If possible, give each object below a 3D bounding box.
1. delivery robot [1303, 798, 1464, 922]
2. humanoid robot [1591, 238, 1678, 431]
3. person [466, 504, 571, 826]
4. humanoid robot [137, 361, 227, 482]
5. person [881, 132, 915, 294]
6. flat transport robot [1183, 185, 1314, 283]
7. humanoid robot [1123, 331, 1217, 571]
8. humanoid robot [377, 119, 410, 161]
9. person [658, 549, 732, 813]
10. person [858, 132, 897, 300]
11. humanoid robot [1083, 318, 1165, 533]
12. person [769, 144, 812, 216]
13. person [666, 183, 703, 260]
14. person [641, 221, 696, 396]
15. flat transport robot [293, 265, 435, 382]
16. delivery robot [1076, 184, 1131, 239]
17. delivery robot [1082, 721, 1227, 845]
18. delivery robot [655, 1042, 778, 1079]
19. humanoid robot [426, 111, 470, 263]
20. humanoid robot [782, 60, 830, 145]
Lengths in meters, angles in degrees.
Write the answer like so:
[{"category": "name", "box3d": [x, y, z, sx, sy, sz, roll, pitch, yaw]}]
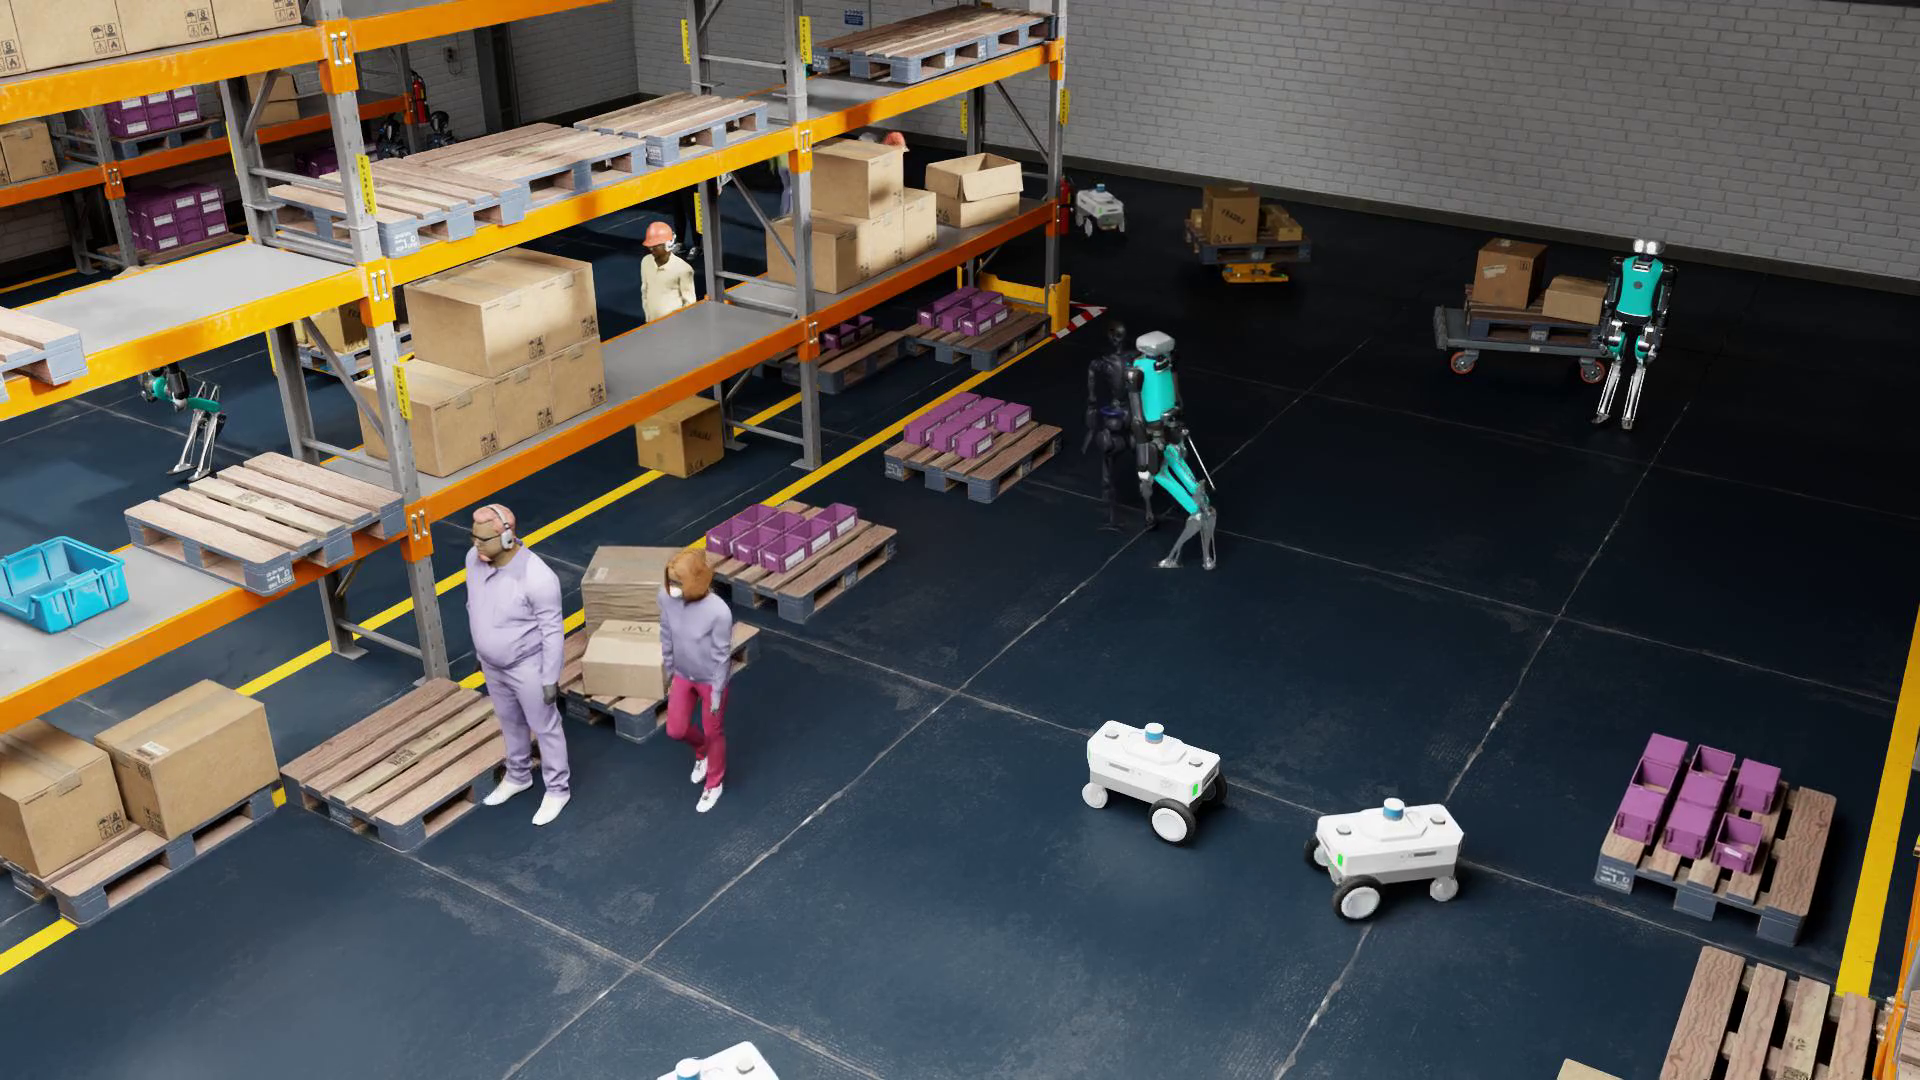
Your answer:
[{"category": "delivery robot", "box3d": [2.206, 1.630, 8.685, 0.793, 0.608, 0.499, -5, 27, -9]}, {"category": "humanoid robot", "box3d": [5.653, -1.765, 13.906, 0.533, 1.677, 0.735, 16, 31, 28]}, {"category": "person", "box3d": [-2.429, 0.675, 9.060, 0.641, 1.909, 0.402, 17, 31, 29]}, {"category": "humanoid robot", "box3d": [-6.080, -1.295, 12.985, 0.533, 1.673, 0.735, 16, 31, 28]}, {"category": "person", "box3d": [-0.836, -3.370, 17.264, 0.641, 1.703, 0.573, -12, 29, -22]}, {"category": "flat transport robot", "box3d": [3.129, -3.136, 18.377, 0.659, 0.231, 1.431, -2, 27, -4]}, {"category": "humanoid robot", "box3d": [1.580, -0.543, 11.652, 0.842, 1.779, 0.619, 23, 35, 38]}, {"category": "humanoid robot", "box3d": [-6.019, -3.710, 17.939, 0.609, 1.655, 0.307, 16, 31, 28]}, {"category": "person", "box3d": [-1.446, 0.775, 9.183, 0.495, 1.616, 0.365, 12, 29, 22]}, {"category": "person", "box3d": [-0.929, -3.218, 16.844, 0.540, 1.791, 0.985, 21, 33, 35]}, {"category": "humanoid robot", "box3d": [1.243, -0.816, 12.259, 0.616, 1.648, 0.442, -9, 28, -18]}, {"category": "person", "box3d": [-1.939, -4.317, 19.217, 0.504, 1.619, 0.383, 10, 28, 18]}, {"category": "person", "box3d": [-3.079, -3.997, 18.432, 0.754, 1.754, 0.456, 17, 31, 29]}, {"category": "person", "box3d": [-2.503, -1.872, 14.243, 0.562, 1.751, 0.339, 17, 31, 29]}, {"category": "flat transport robot", "box3d": [-5.636, -1.701, 15.551, 1.431, 0.231, 0.659, 16, 31, 28]}, {"category": "delivery robot", "box3d": [1.650, -3.855, 19.497, 0.499, 0.612, 0.813, -9, 28, -17]}, {"category": "delivery robot", "box3d": [1.076, 1.290, 9.309, 0.739, 0.566, 0.499, 16, 31, 28]}, {"category": "delivery robot", "box3d": [-1.146, 2.468, 7.037, 0.814, 0.610, 0.499, -17, 31, -30]}, {"category": "humanoid robot", "box3d": [-5.603, -3.886, 18.287, 0.599, 1.653, 0.315, 16, 31, 28]}, {"category": "humanoid robot", "box3d": [-1.877, -5.469, 21.210, 0.533, 1.673, 0.735, 16, 31, 28]}]
